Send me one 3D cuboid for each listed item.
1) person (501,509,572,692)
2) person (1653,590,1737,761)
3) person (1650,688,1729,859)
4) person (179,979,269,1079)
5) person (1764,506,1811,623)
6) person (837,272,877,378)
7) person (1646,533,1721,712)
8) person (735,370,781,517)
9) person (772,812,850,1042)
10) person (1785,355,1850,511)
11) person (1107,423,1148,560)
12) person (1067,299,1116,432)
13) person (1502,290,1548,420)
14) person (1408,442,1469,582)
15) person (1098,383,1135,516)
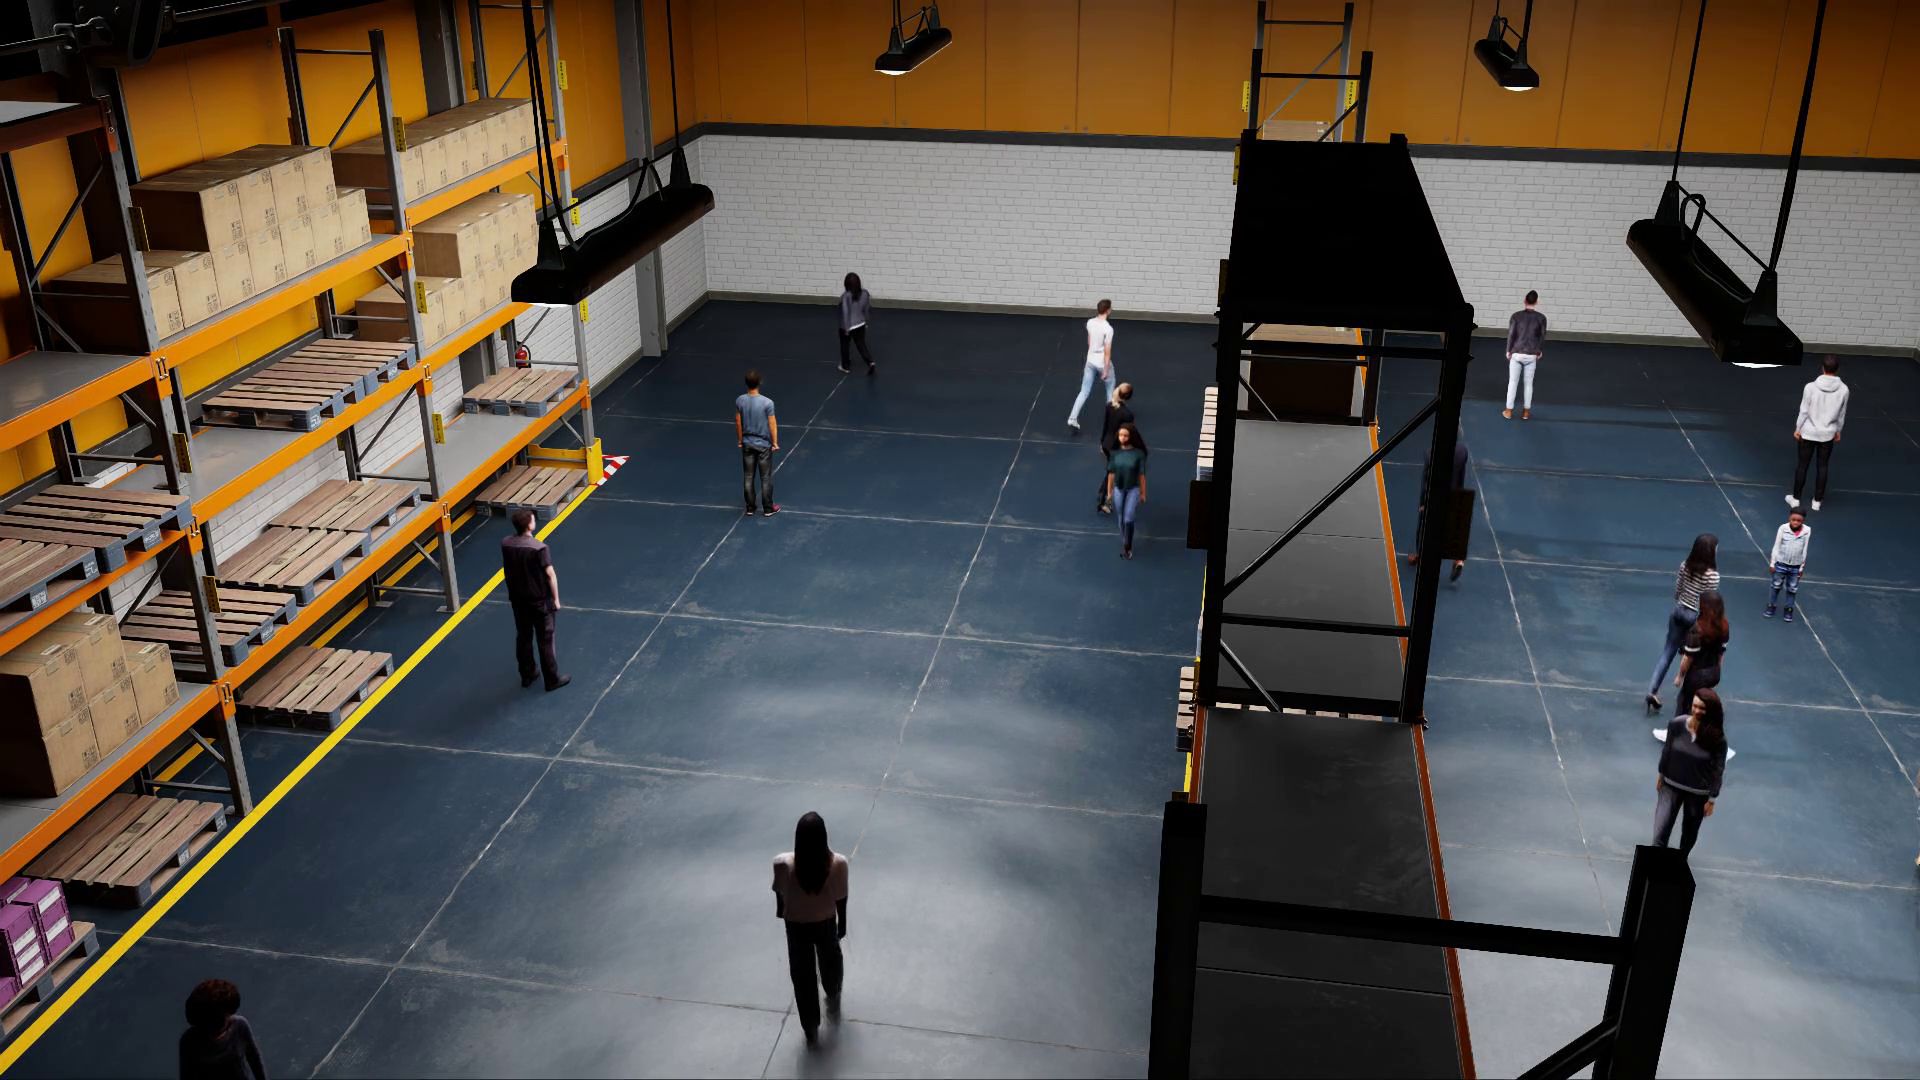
[{"bbox_3d":[-4.115,0.561,15.984,0.774,1.845,0.666,9,25,20],"label":"person"},{"bbox_3d":[6.603,1.248,14.705,1.016,1.611,1.138,-12,26,-25],"label":"person"},{"bbox_3d":[5.712,1.924,13.017,0.934,1.725,1.160,16,28,32],"label":"person"},{"bbox_3d":[-4.428,3.290,9.938,0.850,1.687,0.902,-16,28,-33],"label":"person"},{"bbox_3d":[8.725,0.222,17.493,0.530,1.257,0.555,10,26,23],"label":"person"},{"bbox_3d":[-1.559,-3.216,24.956,1.036,1.579,1.062,-19,30,-37],"label":"person"},{"bbox_3d":[6.745,0.813,15.547,1.134,1.734,1.125,-13,27,-27],"label":"person"},{"bbox_3d":[-2.444,-1.167,19.981,0.668,1.809,0.535,5,24,12],"label":"person"},{"bbox_3d":[-1.023,2.675,11.397,0.856,1.646,1.069,-3,24,-6],"label":"person"},{"bbox_3d":[10.413,-1.311,20.165,0.693,1.927,0.579,6,24,13],"label":"person"},{"bbox_3d":[1.923,-0.588,18.912,0.672,1.605,0.700,10,26,23],"label":"person"},{"bbox_3d":[1.815,-2.348,22.688,1.094,1.805,1.325,20,31,38],"label":"person"},{"bbox_3d":[7.867,-2.581,23.183,0.654,1.836,0.550,5,24,11],"label":"person"},{"bbox_3d":[5.311,-0.410,18.268,0.992,1.796,1.189,-7,24,-15],"label":"person"},{"bbox_3d":[1.792,-1.038,19.851,0.802,1.678,0.731,-17,29,-33],"label":"person"}]
